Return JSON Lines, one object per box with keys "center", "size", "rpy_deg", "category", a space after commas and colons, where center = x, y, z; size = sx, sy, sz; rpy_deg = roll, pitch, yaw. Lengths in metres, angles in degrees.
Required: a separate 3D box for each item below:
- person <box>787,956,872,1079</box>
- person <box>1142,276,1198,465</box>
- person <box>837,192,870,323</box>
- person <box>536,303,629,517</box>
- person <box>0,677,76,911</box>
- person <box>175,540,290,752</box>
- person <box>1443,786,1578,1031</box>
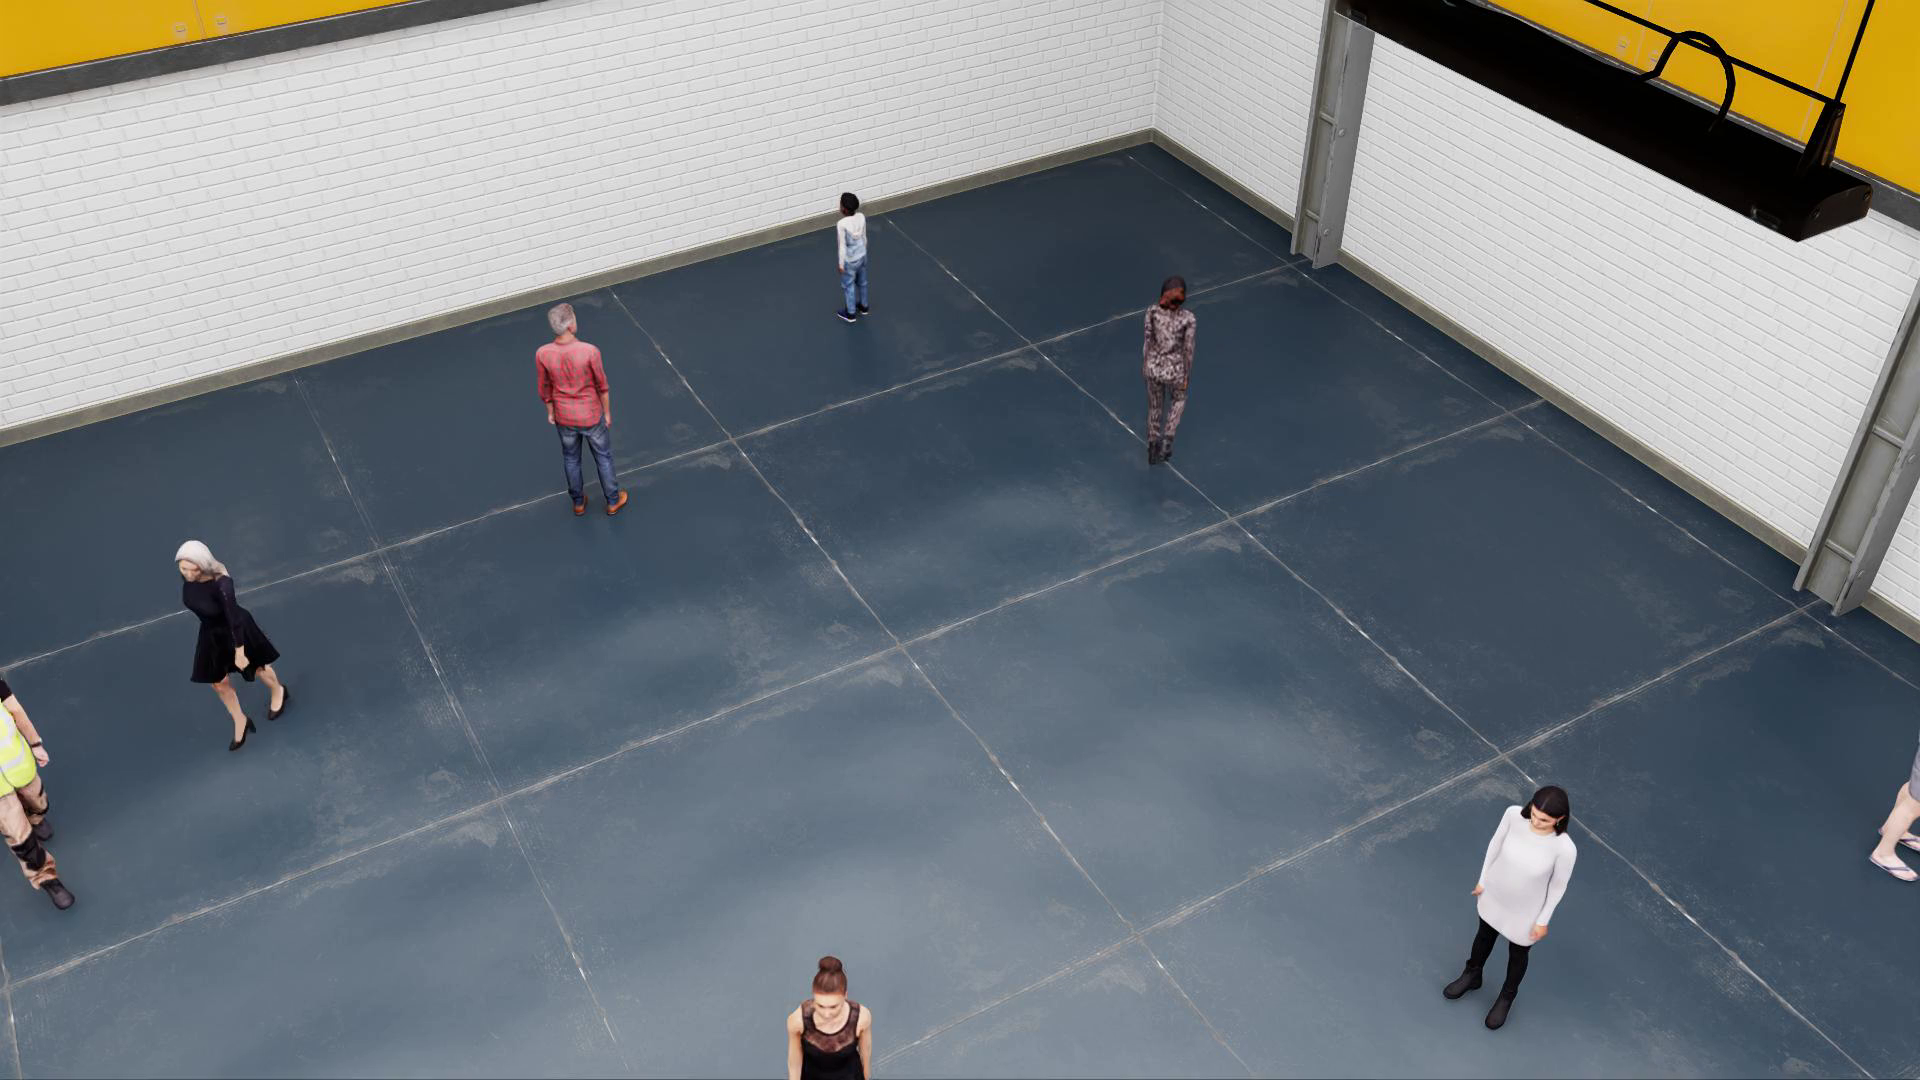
{"center": [-0.651, 2.640, 8.432], "size": [0.984, 1.621, 1.178], "rpy_deg": [2, 39, 3], "category": "person"}
{"center": [1.626, -1.308, 13.311], "size": [0.733, 1.702, 0.794], "rpy_deg": [10, 40, 13], "category": "person"}
{"center": [-0.993, -2.616, 15.303], "size": [0.524, 1.260, 0.540], "rpy_deg": [-30, 48, -32], "category": "person"}
{"center": [-2.934, -0.984, 12.804], "size": [0.760, 1.829, 0.753], "rpy_deg": [1, 39, 1], "category": "person"}
{"center": [-5.738, 1.337, 9.906], "size": [1.237, 1.819, 0.962], "rpy_deg": [27, 46, 30], "category": "person"}
{"center": [-4.748, 0.602, 10.910], "size": [0.887, 1.714, 0.925], "rpy_deg": [18, 42, 21], "category": "person"}
{"center": [3.061, 1.974, 9.115], "size": [0.706, 1.810, 0.526], "rpy_deg": [-28, 47, -31], "category": "person"}
